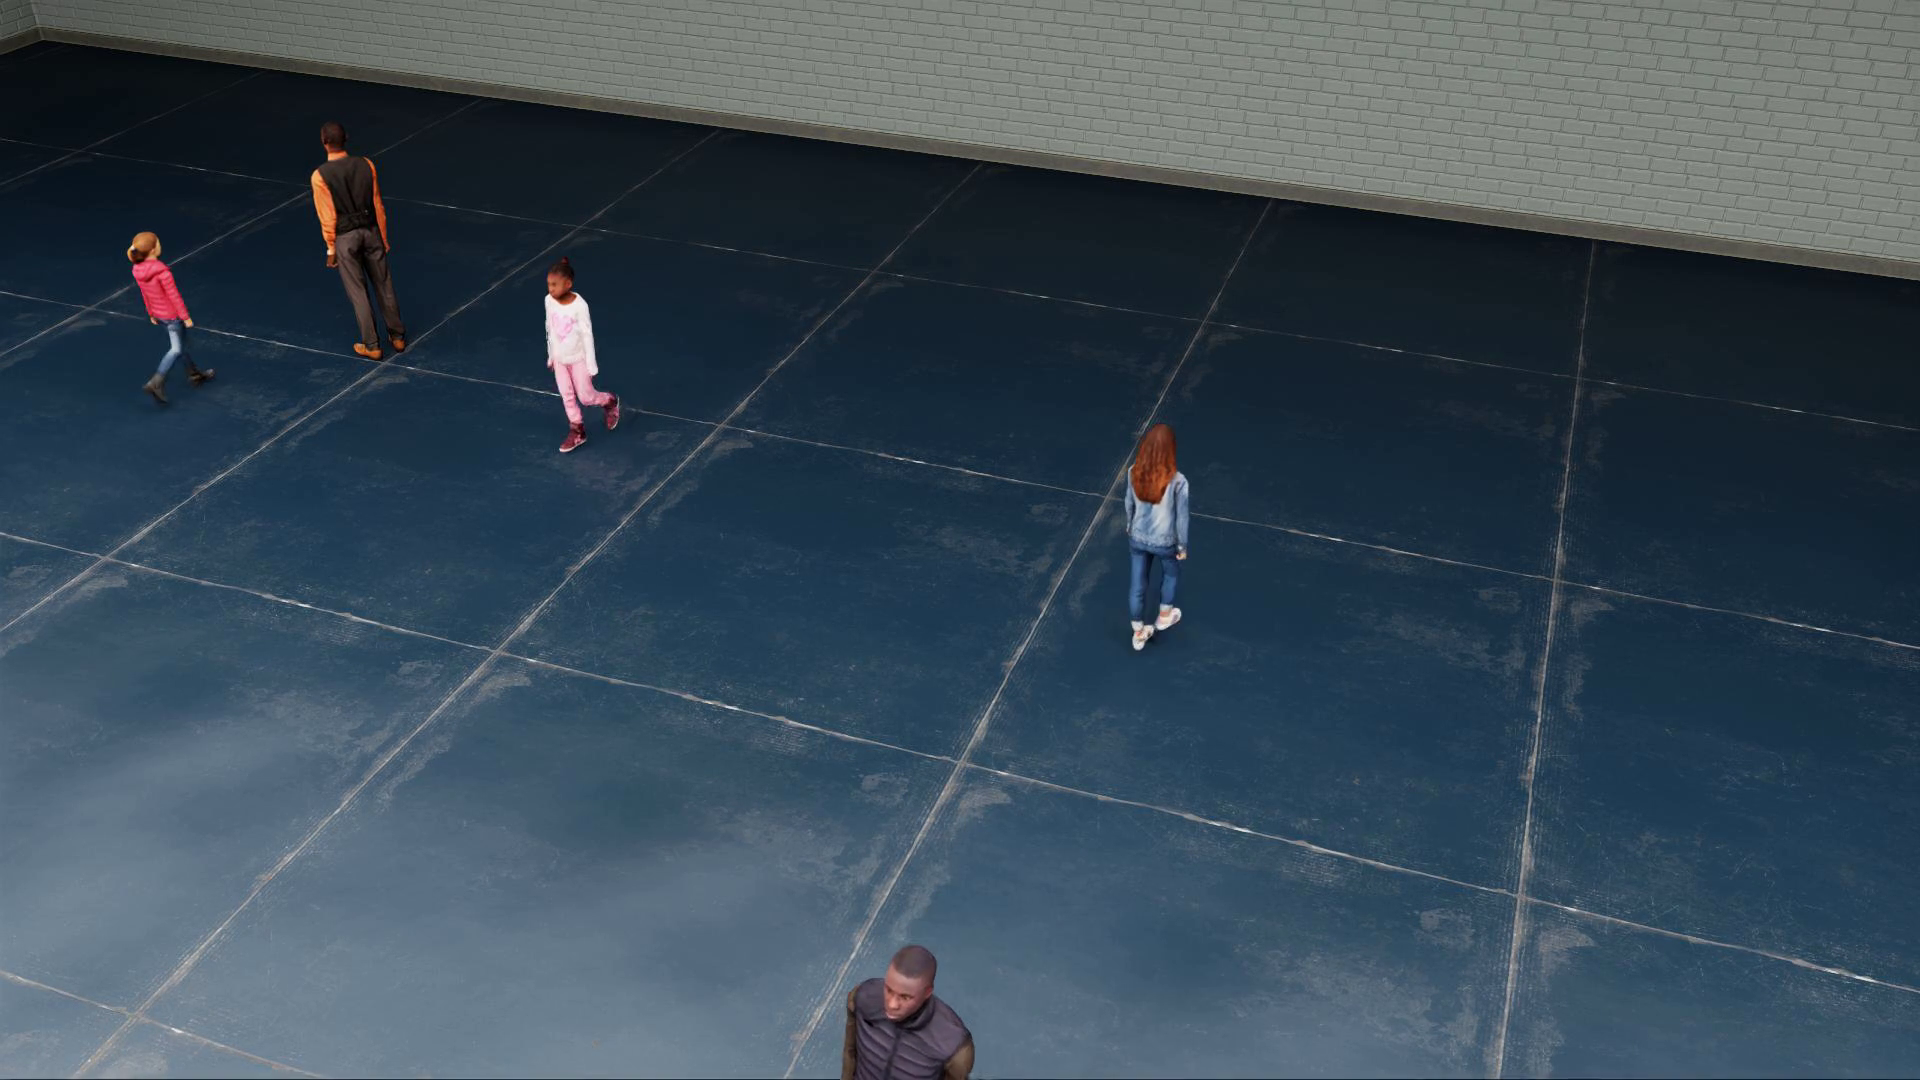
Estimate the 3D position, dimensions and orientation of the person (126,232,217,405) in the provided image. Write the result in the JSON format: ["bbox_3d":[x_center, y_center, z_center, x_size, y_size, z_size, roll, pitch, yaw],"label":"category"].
[{"bbox_3d":[-5.999,-1.654,12.487,0.666,1.297,0.912,22,39,30],"label":"person"}]

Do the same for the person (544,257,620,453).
[{"bbox_3d":[-2.732,-1.346,11.890,0.615,1.431,0.819,17,37,24],"label":"person"}]

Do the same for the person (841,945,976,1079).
[{"bbox_3d":[-0.153,2.125,6.198,0.870,1.818,1.040,22,39,30],"label":"person"}]

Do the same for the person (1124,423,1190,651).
[{"bbox_3d":[1.108,0.022,9.756,0.647,1.466,0.727,17,37,24],"label":"person"}]

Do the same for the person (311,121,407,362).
[{"bbox_3d":[-4.690,-2.329,12.966,0.724,1.907,0.848,-25,41,-33],"label":"person"}]
